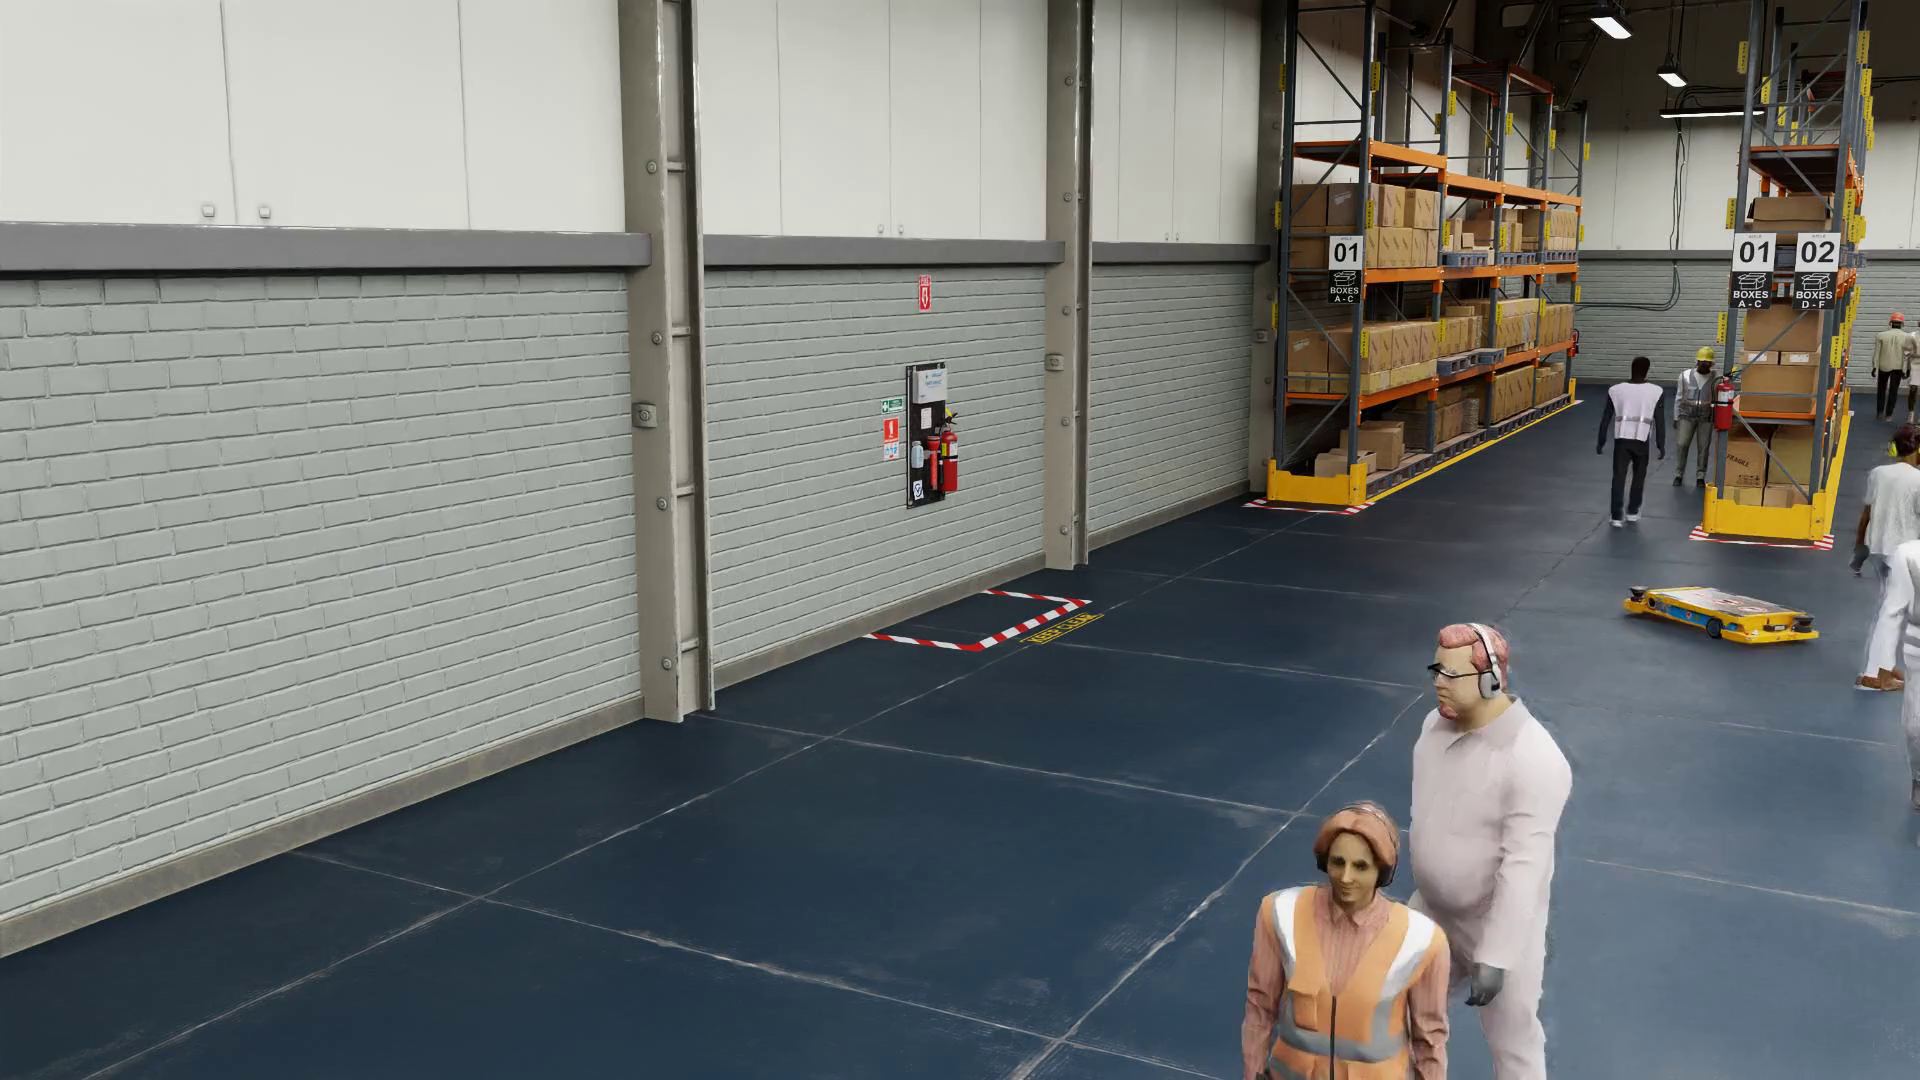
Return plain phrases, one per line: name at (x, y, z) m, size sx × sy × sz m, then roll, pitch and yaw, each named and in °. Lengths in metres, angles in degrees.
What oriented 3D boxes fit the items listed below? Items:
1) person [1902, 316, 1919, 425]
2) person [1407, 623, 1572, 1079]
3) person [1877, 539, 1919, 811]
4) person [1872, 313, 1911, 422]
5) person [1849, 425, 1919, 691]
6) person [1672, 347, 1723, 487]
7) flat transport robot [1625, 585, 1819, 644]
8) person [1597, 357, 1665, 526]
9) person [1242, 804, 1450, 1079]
person at (17.008, -3.011, 29.357) m, size 0.634 × 2.010 × 0.811 m, roll 5°, pitch 11°, yaw 26°
person at (1.503, 1.194, 5.164) m, size 0.875 × 1.872 × 0.646 m, roll -4°, pitch 11°, yaw -24°
person at (5.095, 0.615, 8.608) m, size 0.584 × 1.859 × 0.893 m, roll 6°, pitch 12°, yaw 33°
person at (17.011, -3.155, 30.338) m, size 0.648 × 1.958 × 0.884 m, roll 5°, pitch 11°, yaw 29°
person at (6.480, 0.128, 11.490) m, size 0.569 × 1.832 × 0.659 m, roll -3°, pitch 10°, yaw -17°
person at (9.592, -1.590, 21.592) m, size 0.610 × 1.825 × 0.403 m, roll 5°, pitch 11°, yaw 27°
flat transport robot at (6.119, 0.579, 13.423) m, size 0.652 × 0.197 × 1.431 m, roll -3°, pitch 10°, yaw -17°
person at (7.530, -1.110, 18.637) m, size 0.717 × 1.862 × 0.920 m, roll 5°, pitch 11°, yaw 26°
person at (1.010, 1.451, 4.356) m, size 0.524 × 1.622 × 0.612 m, roll 5°, pitch 11°, yaw 27°
